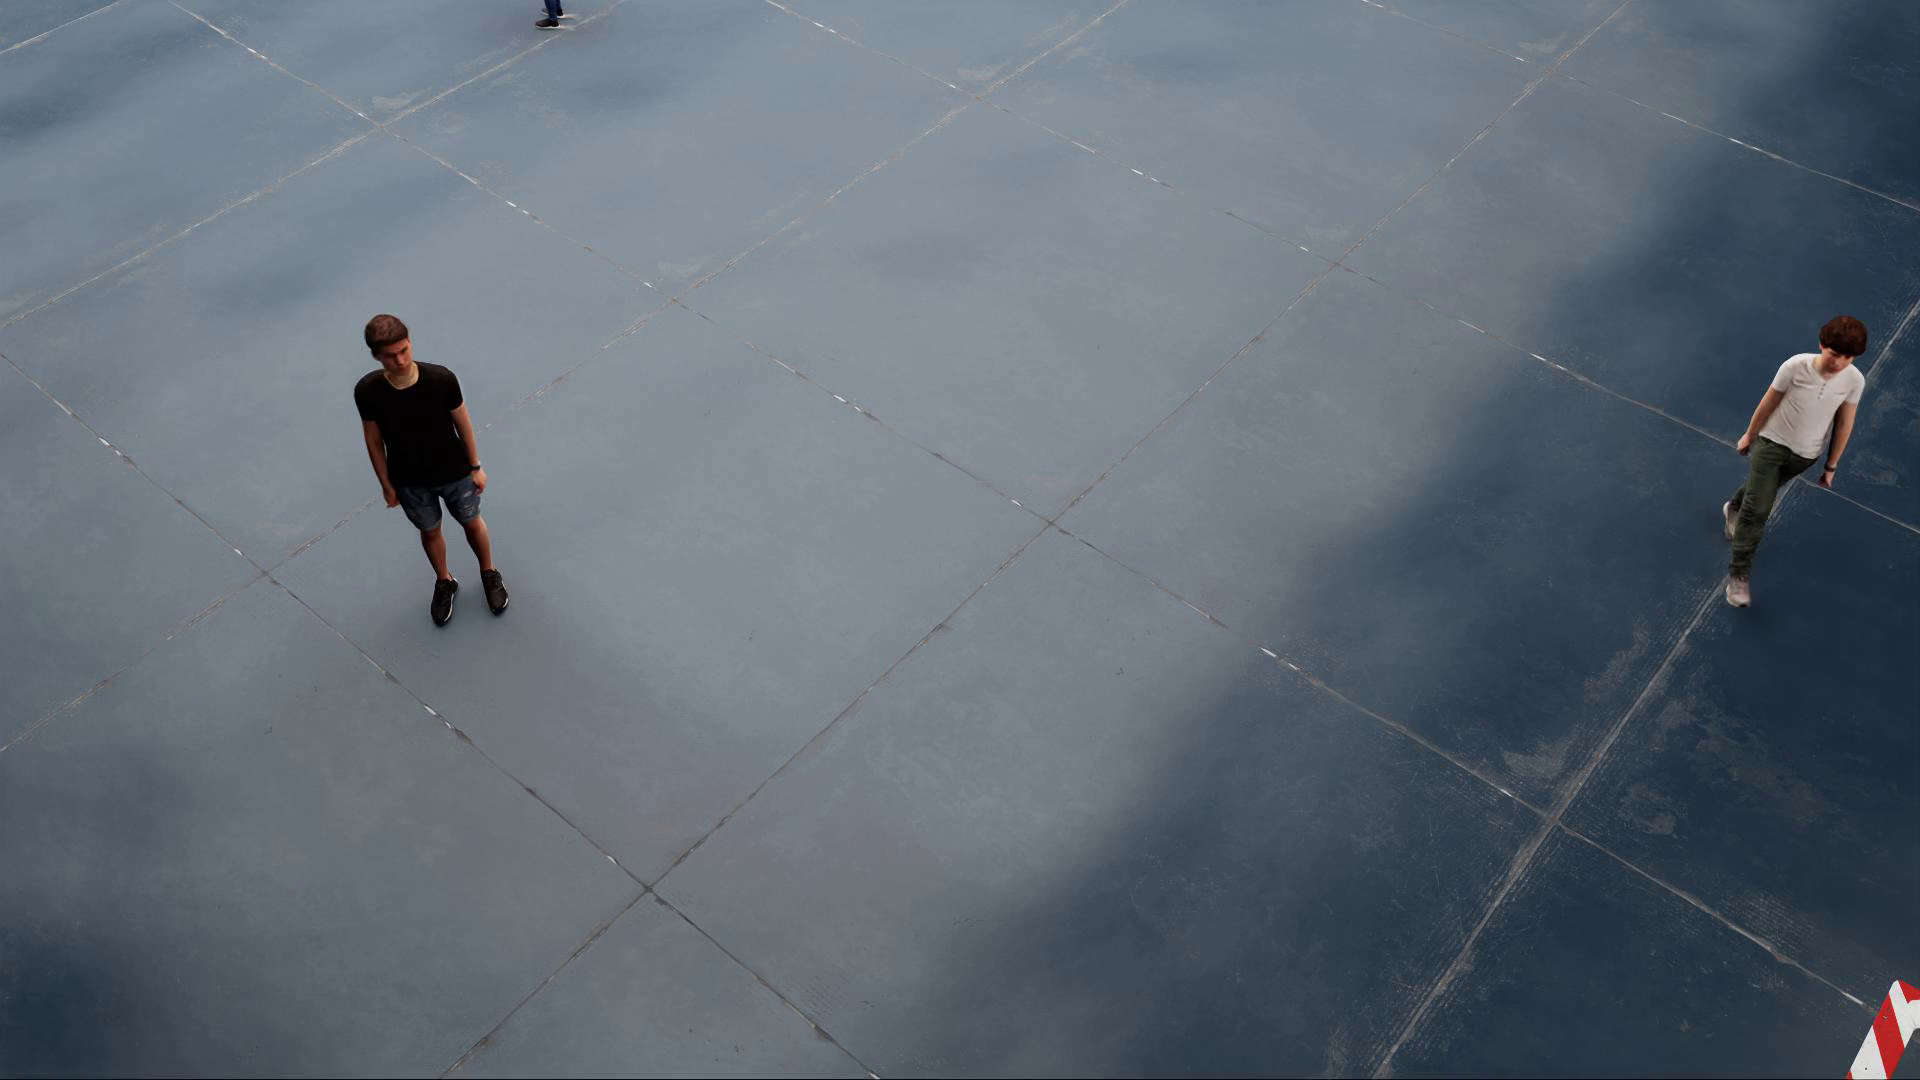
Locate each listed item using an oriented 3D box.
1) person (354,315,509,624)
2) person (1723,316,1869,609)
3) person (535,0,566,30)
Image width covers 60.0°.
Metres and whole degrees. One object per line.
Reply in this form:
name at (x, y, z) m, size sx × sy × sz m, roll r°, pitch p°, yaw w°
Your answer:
person at (-2.587, -0.356, 8.138) m, size 0.739 × 1.844 × 0.758 m, roll -11°, pitch 48°, yaw -10°
person at (4.197, -0.513, 8.443) m, size 1.125 × 1.609 × 0.990 m, roll 9°, pitch 48°, yaw 8°
person at (-3.118, -4.351, 12.331) m, size 0.587 × 1.111 × 0.536 m, roll 4°, pitch 47°, yaw 4°
